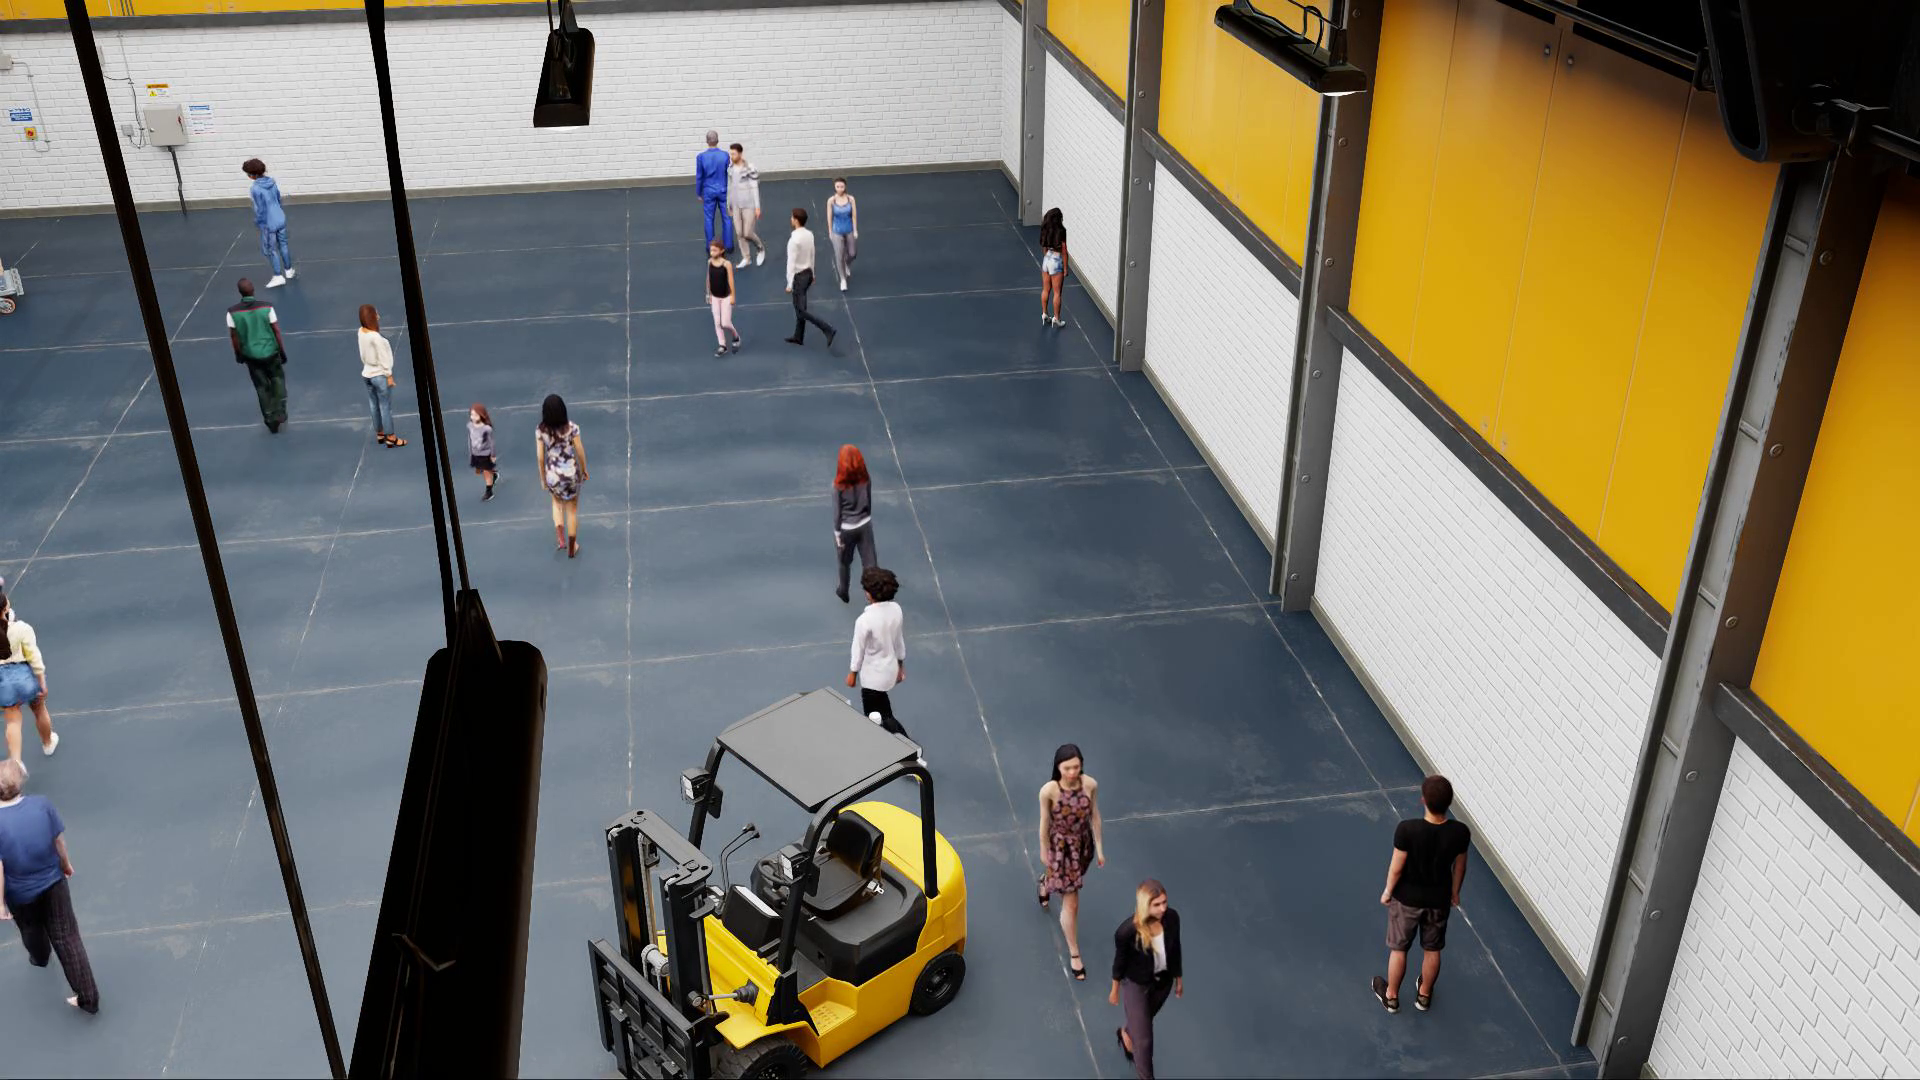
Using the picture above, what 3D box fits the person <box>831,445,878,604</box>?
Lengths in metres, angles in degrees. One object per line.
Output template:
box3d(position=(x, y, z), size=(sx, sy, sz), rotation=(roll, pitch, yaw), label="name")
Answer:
box3d(position=(-0.933, -0.038, 15.419), size=(0.761, 1.750, 1.194), rotation=(-12, 31, -20), label="person")

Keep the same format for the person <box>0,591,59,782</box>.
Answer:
box3d(position=(-7.596, 1.172, 13.341), size=(0.707, 1.615, 1.037), rotation=(-8, 30, -14), label="person")

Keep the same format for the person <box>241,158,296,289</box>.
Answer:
box3d(position=(-9.768, -4.562, 23.663), size=(1.046, 1.796, 0.825), rotation=(16, 32, 27), label="person")

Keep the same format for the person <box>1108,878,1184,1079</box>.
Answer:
box3d(position=(1.131, 2.764, 10.409), size=(0.798, 1.628, 1.029), rotation=(-14, 32, -24), label="person")

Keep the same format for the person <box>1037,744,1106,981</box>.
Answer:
box3d(position=(0.730, 2.108, 11.502), size=(0.746, 1.732, 1.190), rotation=(-10, 30, -17), label="person")

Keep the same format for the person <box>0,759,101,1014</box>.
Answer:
box3d(position=(-6.054, 2.363, 10.961), size=(1.282, 1.803, 1.129), rotation=(22, 35, 34), label="person")

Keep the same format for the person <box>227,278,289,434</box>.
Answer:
box3d(position=(-8.035, -2.093, 19.112), size=(0.782, 1.821, 0.810), rotation=(-10, 30, -18), label="person")

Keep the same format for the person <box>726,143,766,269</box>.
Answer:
box3d(position=(-3.082, -4.889, 24.218), size=(0.862, 1.839, 0.915), rotation=(16, 32, 27), label="person")

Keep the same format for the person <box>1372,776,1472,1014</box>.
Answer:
box3d(position=(3.040, 2.342, 10.943), size=(0.717, 1.858, 0.642), rotation=(0, 29, 0), label="person")

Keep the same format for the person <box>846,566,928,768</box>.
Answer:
box3d(position=(-0.591, 1.082, 13.341), size=(1.197, 1.774, 1.113), rotation=(20, 34, 32), label="person")

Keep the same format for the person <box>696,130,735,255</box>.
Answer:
box3d(position=(-3.622, -5.167, 24.745), size=(0.715, 1.823, 0.523), rotation=(-5, 29, -9), label="person")

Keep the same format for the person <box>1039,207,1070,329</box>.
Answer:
box3d(position=(1.247, -3.627, 22.127), size=(0.722, 1.626, 0.641), rotation=(-24, 37, -37), label="person")

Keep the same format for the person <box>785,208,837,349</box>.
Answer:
box3d(position=(-1.956, -3.312, 21.314), size=(1.067, 1.852, 1.107), rotation=(11, 31, 20), label="person")

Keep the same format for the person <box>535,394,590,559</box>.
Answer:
box3d(position=(-3.936, -0.582, 16.440), size=(0.624, 1.726, 0.634), rotation=(-2, 29, -3), label="person")

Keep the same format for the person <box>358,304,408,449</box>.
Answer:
box3d(position=(-6.604, -1.860, 18.833), size=(0.670, 1.679, 0.762), rotation=(25, 37, 38), label="person")

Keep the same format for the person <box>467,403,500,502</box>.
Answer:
box3d(position=(-5.087, -0.975, 17.815), size=(0.618, 1.099, 0.692), rotation=(11, 31, 20), label="person")

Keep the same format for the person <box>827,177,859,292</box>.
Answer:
box3d(position=(-1.650, -4.356, 23.491), size=(0.570, 1.600, 0.793), rotation=(-5, 29, -10), label="person")

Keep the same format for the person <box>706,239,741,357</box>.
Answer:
box3d(position=(-3.017, -3.122, 21.276), size=(0.669, 1.554, 0.736), rotation=(12, 31, 20), label="person")
